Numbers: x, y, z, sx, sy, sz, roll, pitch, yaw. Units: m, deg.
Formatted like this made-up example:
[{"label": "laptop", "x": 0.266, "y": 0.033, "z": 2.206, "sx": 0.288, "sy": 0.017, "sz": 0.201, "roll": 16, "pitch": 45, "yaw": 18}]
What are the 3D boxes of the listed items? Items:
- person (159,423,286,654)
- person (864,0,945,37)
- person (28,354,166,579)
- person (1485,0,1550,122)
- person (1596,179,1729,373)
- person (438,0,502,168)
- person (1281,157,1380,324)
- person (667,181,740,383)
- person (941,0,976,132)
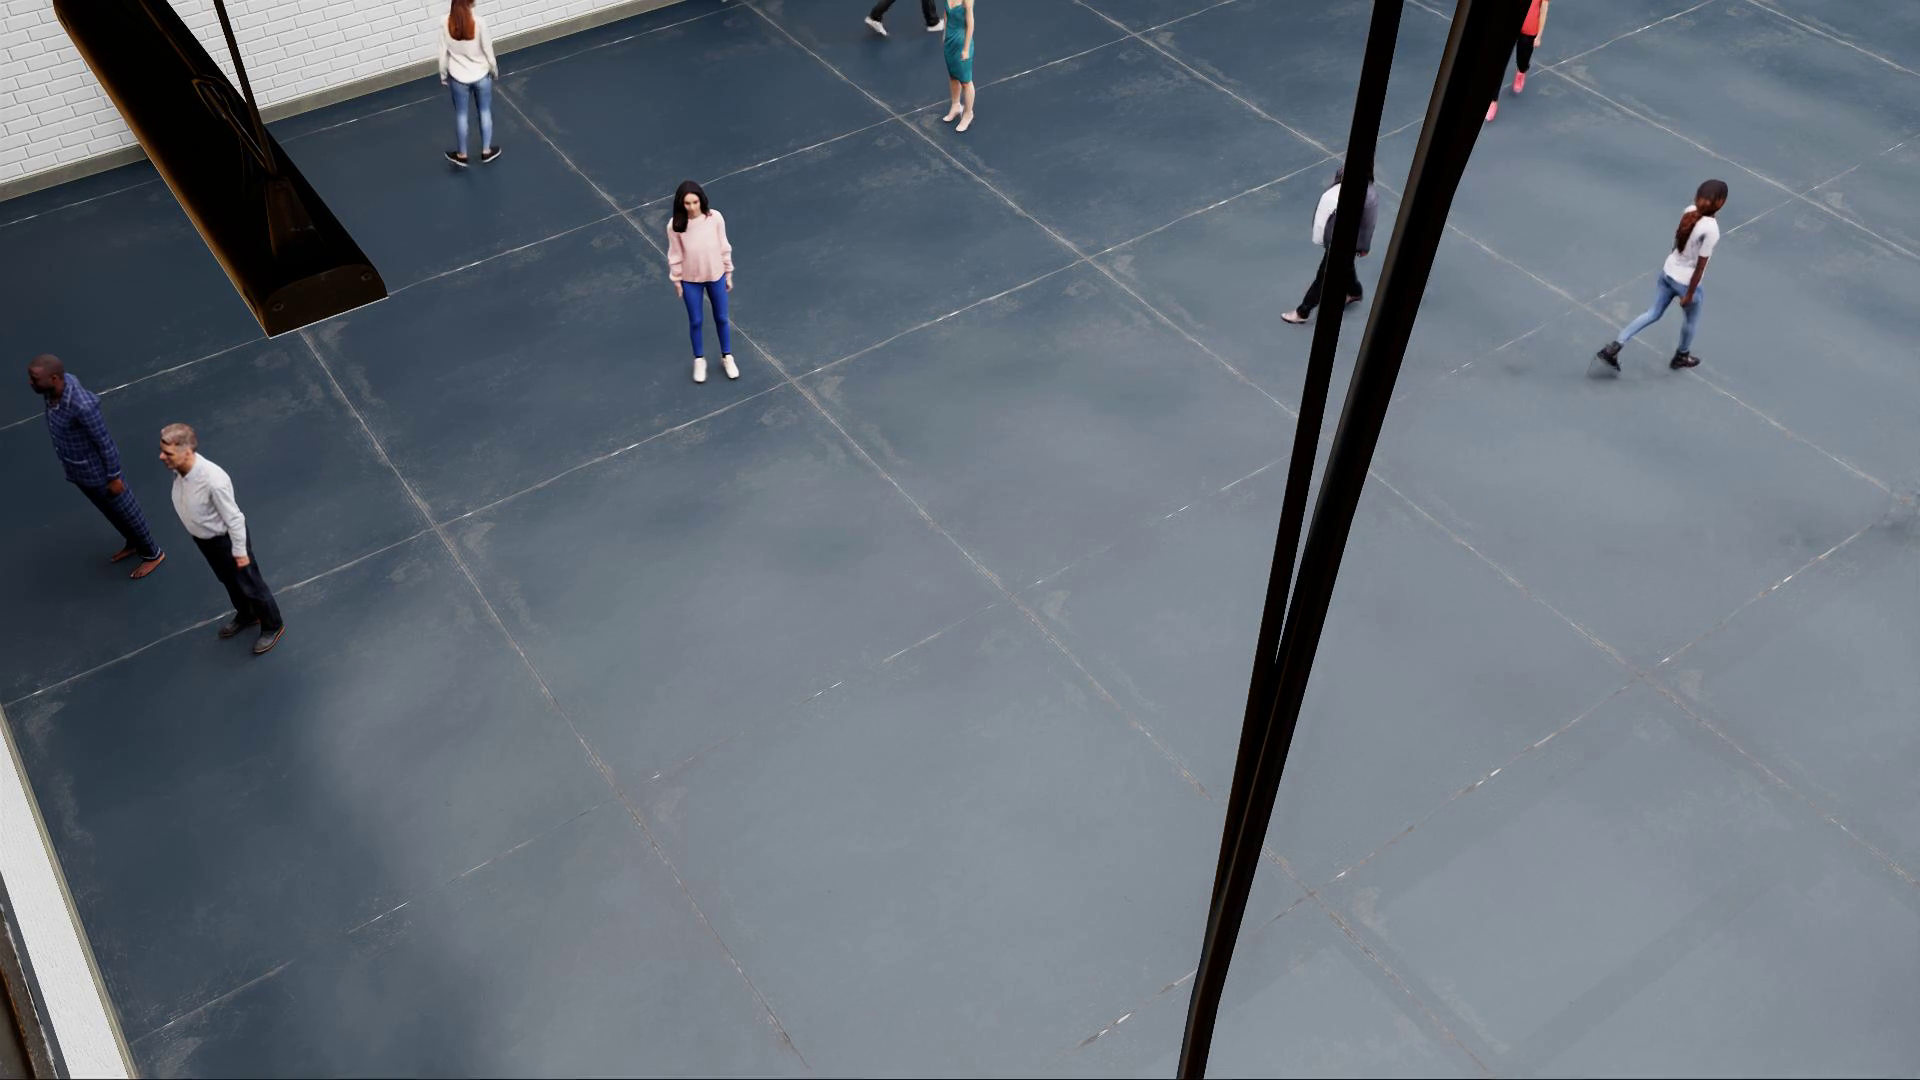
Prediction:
[{"label": "person", "x": -4.755, "y": -0.034, "z": 10.686, "sx": 0.729, "sy": 1.820, "sz": 0.710, "roll": 23, "pitch": 48, "yaw": 22}, {"label": "person", "x": -0.605, "y": -5.976, "z": 16.957, "sx": 1.255, "sy": 1.773, "sz": 0.930, "roll": -11, "pitch": 45, "yaw": -12}, {"label": "person", "x": -5.820, "y": -0.511, "z": 11.184, "sx": 0.742, "sy": 1.823, "sz": 0.698, "roll": 29, "pitch": 51, "yaw": 27}, {"label": "person", "x": 5.363, "y": -4.899, "z": 15.901, "sx": 0.947, "sy": 1.669, "sz": 1.167, "roll": 18, "pitch": 47, "yaw": 18}, {"label": "person", "x": 5.469, "y": -1.984, "z": 12.831, "sx": 1.198, "sy": 1.686, "sz": 0.885, "roll": -8, "pitch": 44, "yaw": -9}, {"label": "person", "x": -4.502, "y": -4.203, "z": 15.176, "sx": 0.782, "sy": 1.662, "sz": 0.943, "roll": -13, "pitch": 45, "yaw": -13}, {"label": "person", "x": 3.141, "y": -2.467, "z": 13.429, "sx": 1.145, "sy": 1.559, "sz": 0.888, "roll": -12, "pitch": 45, "yaw": -12}, {"label": "person", "x": -1.977, "y": -2.004, "z": 12.793, "sx": 0.619, "sy": 1.767, "sz": 0.776, "roll": -9, "pitch": 44, "yaw": -10}, {"label": "person", "x": -0.006, "y": -4.665, "z": 15.644, "sx": 0.485, "sy": 1.685, "sz": 0.553, "roll": -24, "pitch": 49, "yaw": -23}]
